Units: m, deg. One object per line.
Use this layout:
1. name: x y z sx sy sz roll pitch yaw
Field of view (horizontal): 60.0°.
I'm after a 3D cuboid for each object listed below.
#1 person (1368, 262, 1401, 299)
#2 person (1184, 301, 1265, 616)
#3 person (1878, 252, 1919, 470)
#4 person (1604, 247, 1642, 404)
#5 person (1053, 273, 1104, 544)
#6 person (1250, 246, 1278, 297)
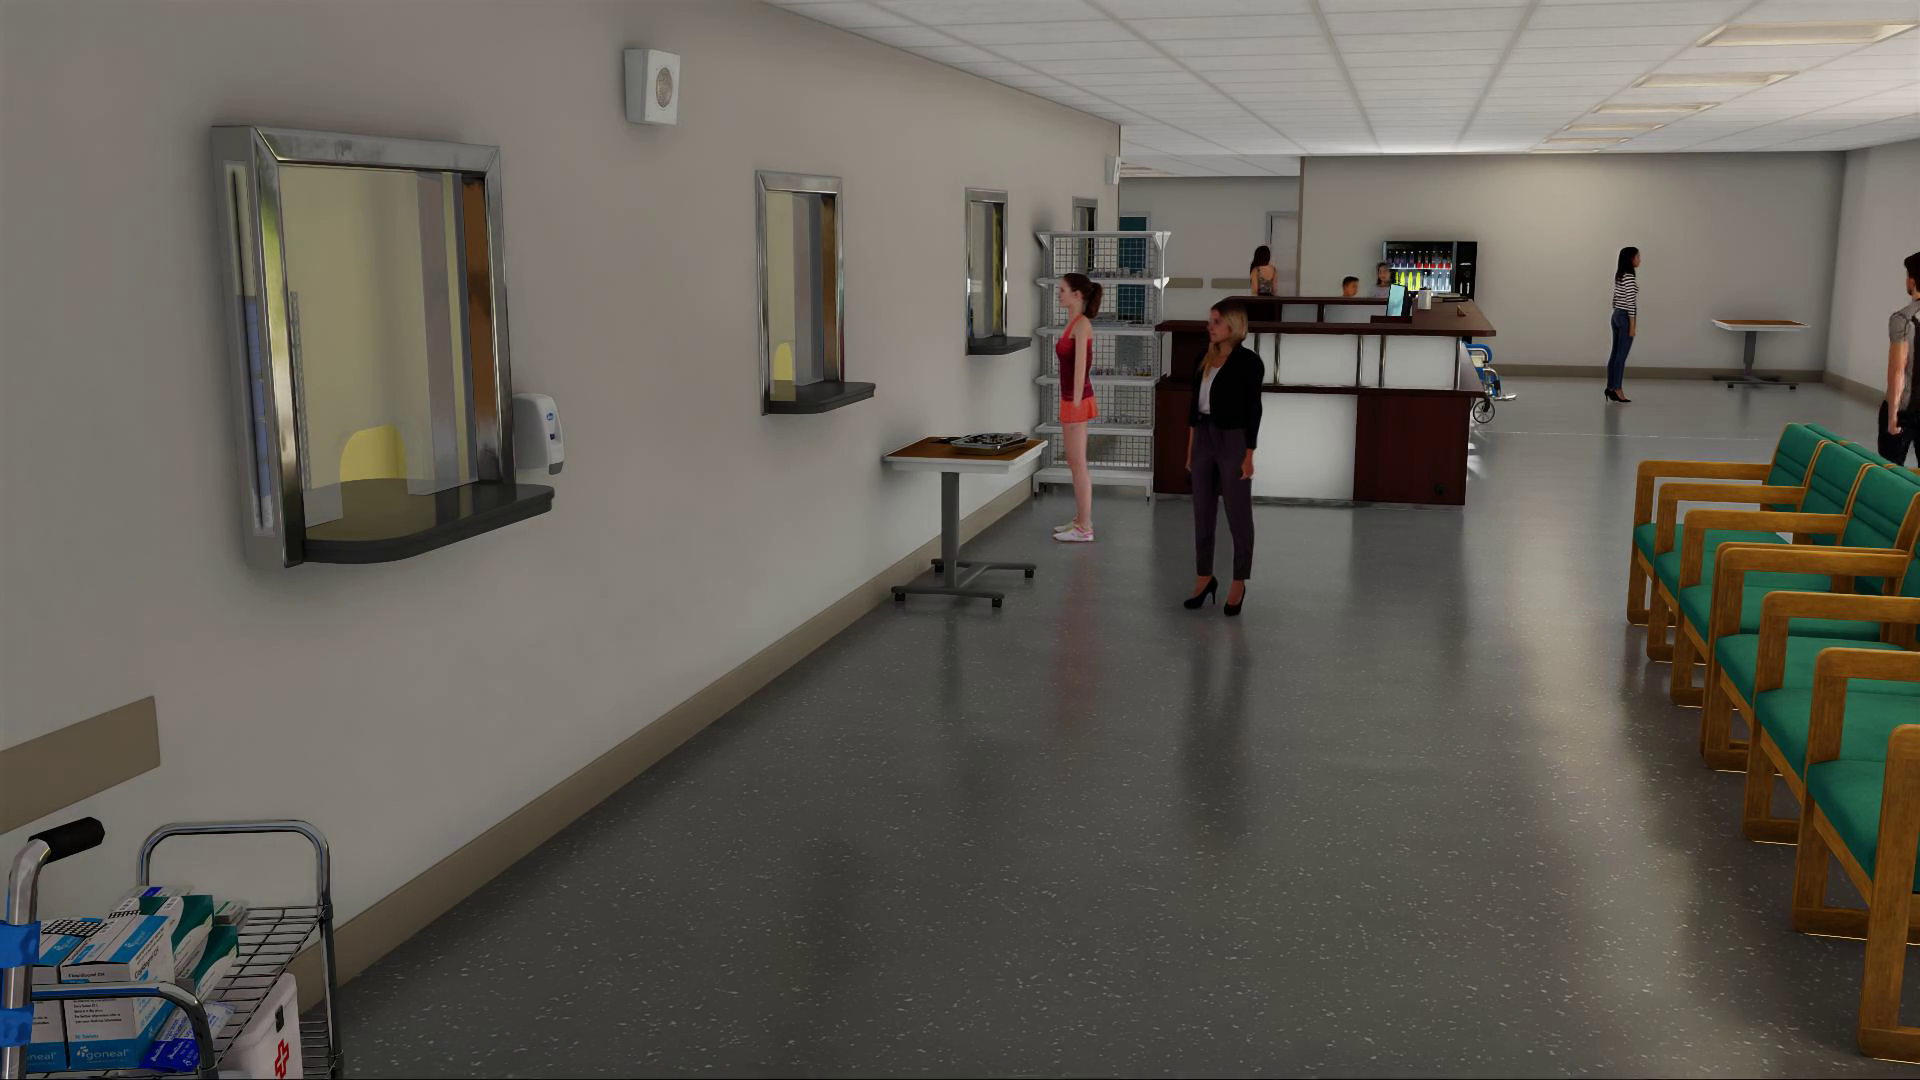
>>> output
1. person: 5.023 -2.511 19.882 0.680 1.627 0.766 -3 11 -14
2. person: 1.410 -0.444 8.877 0.741 1.667 0.631 -10 15 -43
3. person: 5.988 -0.815 10.281 1.107 1.873 0.956 -1 11 -7
4. person: 7.725 -2.508 19.366 0.579 1.795 0.646 0 11 1
5. person: 0.772 -0.876 10.934 0.621 1.749 0.616 0 11 -2
6. person: 4.351 -3.248 23.483 1.179 1.732 1.179 -5 12 -23
